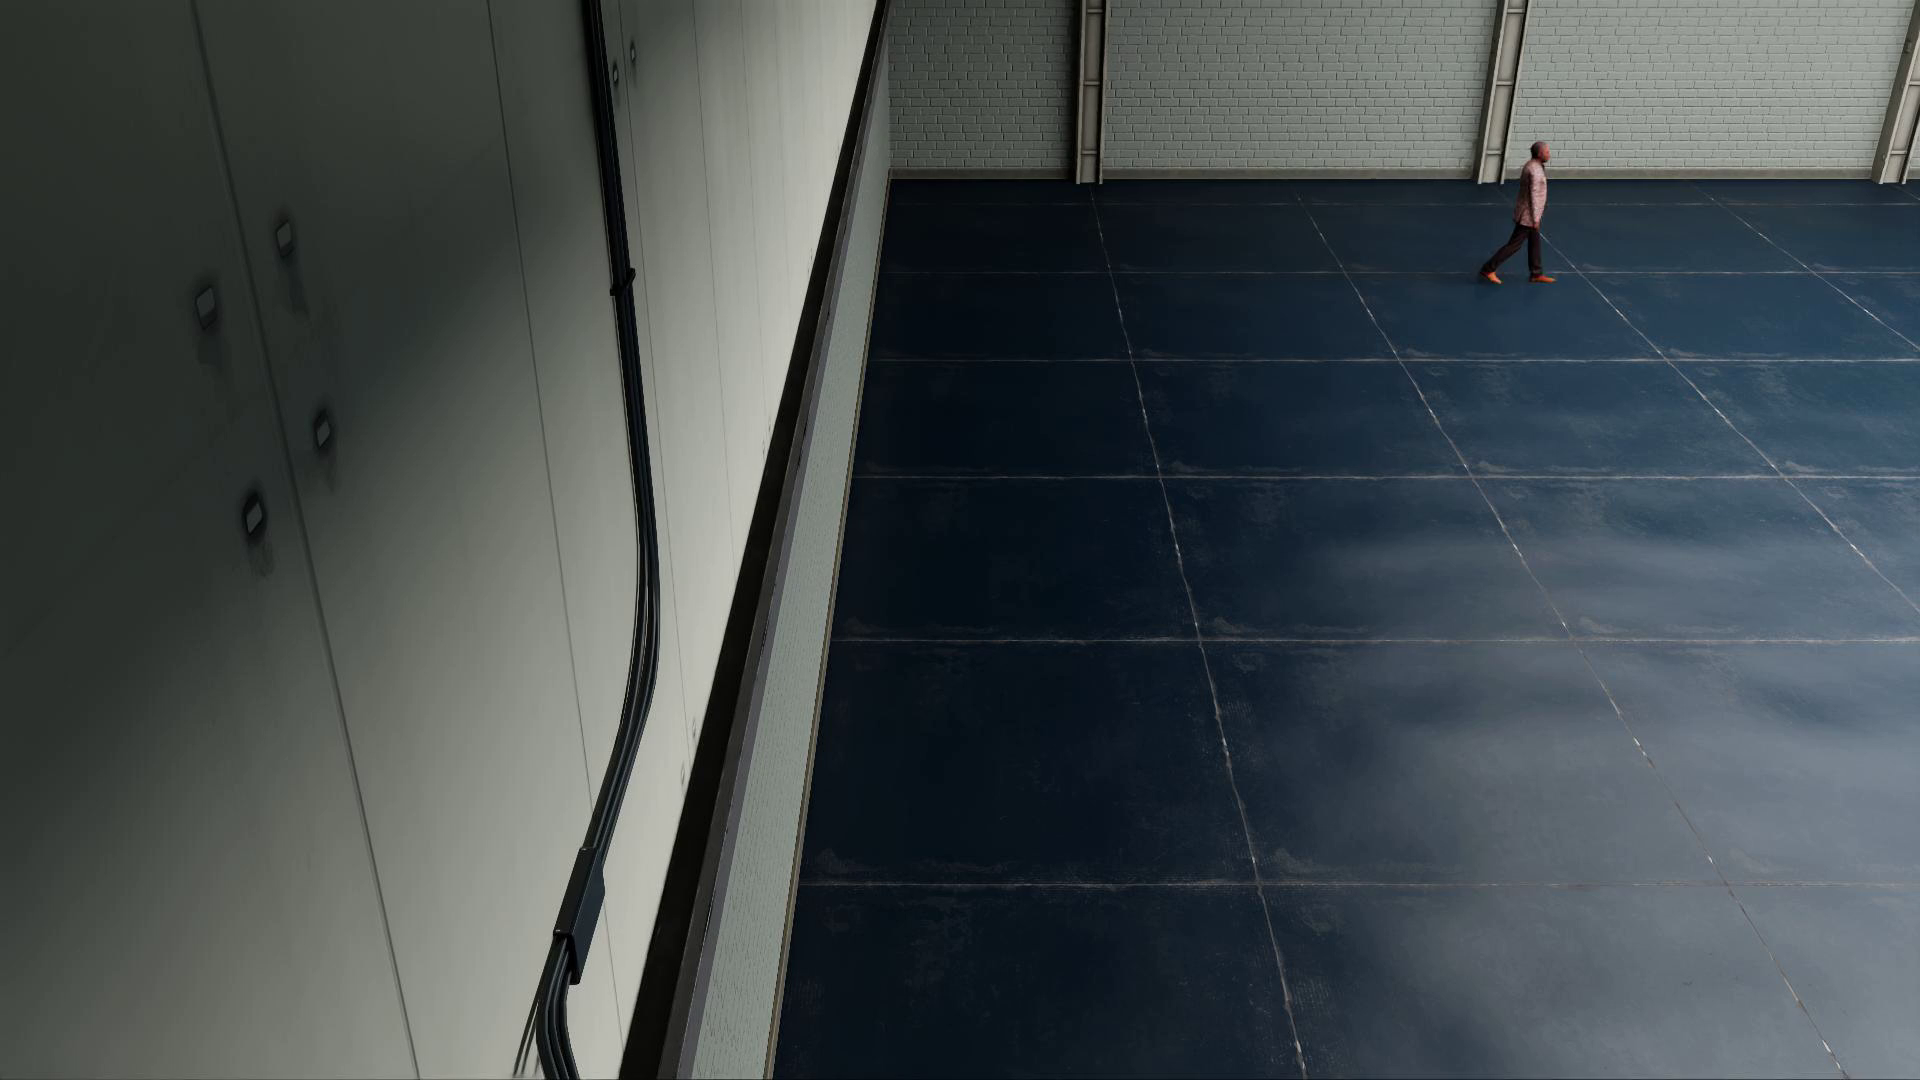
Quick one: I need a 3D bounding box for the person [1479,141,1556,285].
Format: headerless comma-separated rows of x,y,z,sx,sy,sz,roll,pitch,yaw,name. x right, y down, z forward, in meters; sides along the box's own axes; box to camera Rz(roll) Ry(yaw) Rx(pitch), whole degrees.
6.887,-3.997,20.451,1.239,1.785,0.890,6,29,12,person
